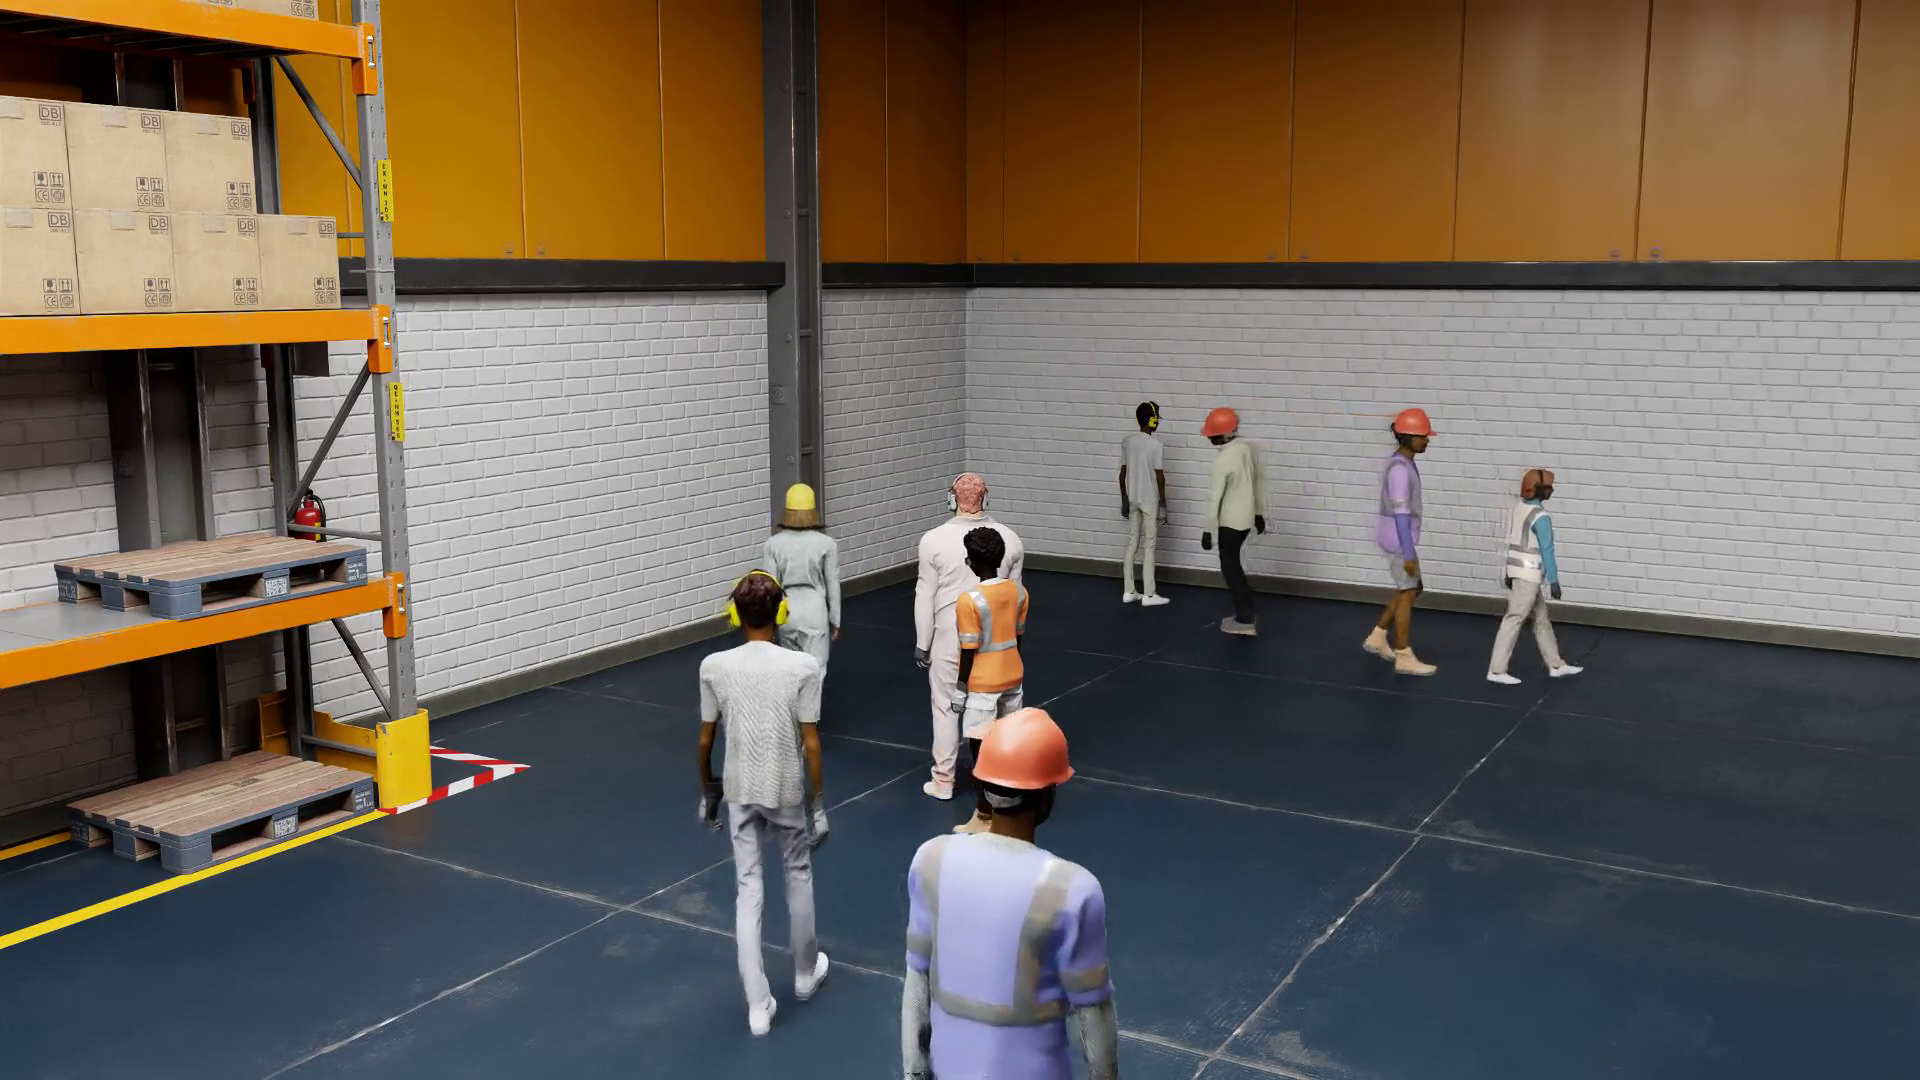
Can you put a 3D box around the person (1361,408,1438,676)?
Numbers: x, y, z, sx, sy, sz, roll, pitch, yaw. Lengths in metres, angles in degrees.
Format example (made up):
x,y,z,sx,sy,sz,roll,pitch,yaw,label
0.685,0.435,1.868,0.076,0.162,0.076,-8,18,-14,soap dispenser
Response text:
x,y,z,sx,sy,sz,roll,pitch,yaw,label
3.375,0.013,12.557,0.503,2.031,0.669,3,9,16,person

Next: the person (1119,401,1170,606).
x,y,z,sx,sy,sz,roll,pitch,yaw,label
1.688,-0.335,15.250,0.309,1.868,0.535,-8,12,-43,person

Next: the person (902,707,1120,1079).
x,y,z,sx,sy,sz,roll,pitch,yaw,label
0.175,1.379,4.435,0.568,1.900,0.846,6,11,32,person

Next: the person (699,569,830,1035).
x,y,z,sx,sy,sz,roll,pitch,yaw,label
-0.785,1.026,6.805,0.565,1.846,0.722,1,9,5,person

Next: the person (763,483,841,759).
x,y,z,sx,sy,sz,roll,pitch,yaw,label
-1.005,0.497,10.536,0.486,1.715,0.801,1,9,6,person

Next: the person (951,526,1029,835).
x,y,z,sx,sy,sz,roll,pitch,yaw,label
0.153,0.769,8.907,0.319,1.693,0.532,7,12,39,person

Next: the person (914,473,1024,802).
x,y,z,sx,sy,sz,roll,pitch,yaw,label
0.041,0.560,9.596,0.652,1.896,0.402,-3,10,-21,person

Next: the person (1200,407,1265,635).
x,y,z,sx,sy,sz,roll,pitch,yaw,label
2.275,-0.151,13.894,0.459,1.931,0.696,6,11,33,person

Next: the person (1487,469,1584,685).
x,y,z,sx,sy,sz,roll,pitch,yaw,label
4.278,0.282,12.201,0.818,1.597,0.535,0,9,1,person
